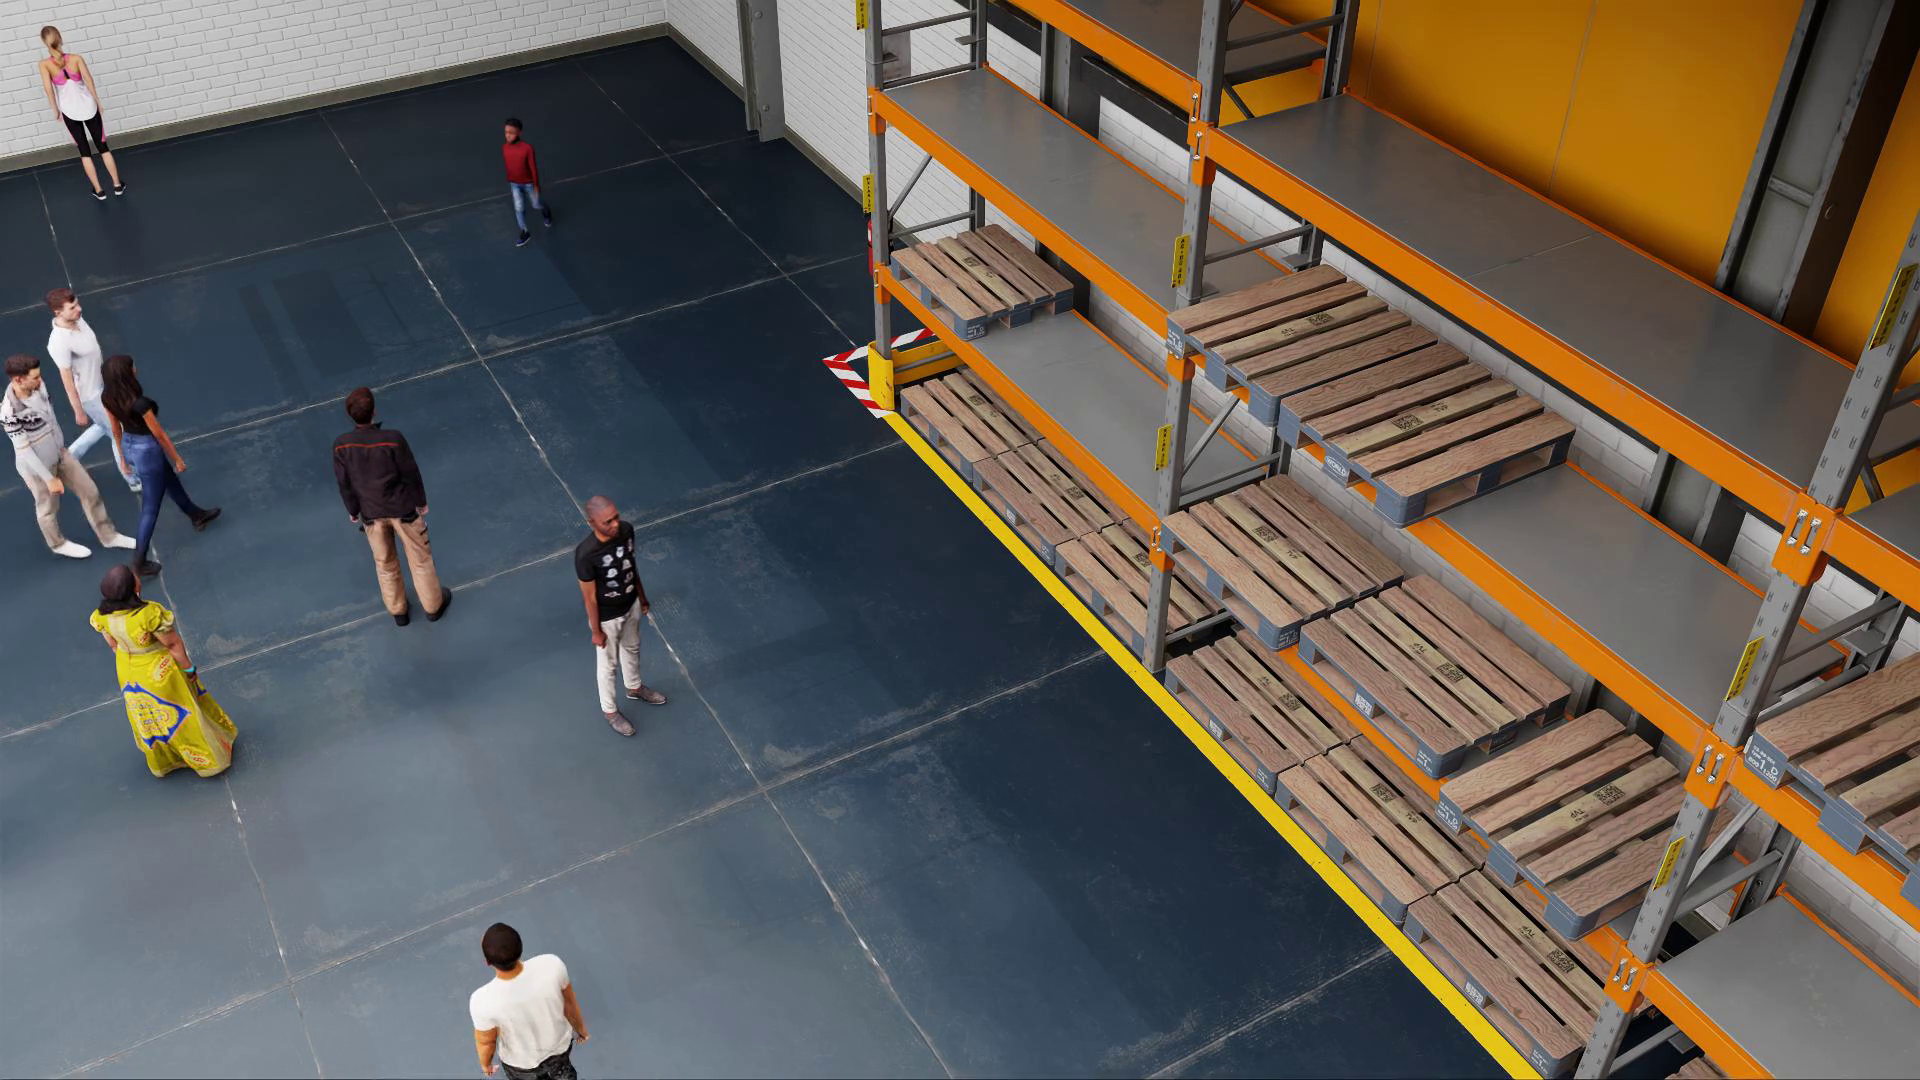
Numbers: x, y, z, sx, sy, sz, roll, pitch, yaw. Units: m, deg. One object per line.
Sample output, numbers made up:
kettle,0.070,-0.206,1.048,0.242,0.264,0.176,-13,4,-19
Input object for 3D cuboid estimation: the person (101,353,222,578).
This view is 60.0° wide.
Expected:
person,-5.974,-0.514,12.116,1.162,1.695,1.131,15,41,18

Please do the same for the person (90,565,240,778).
person,-5.060,0.825,10.466,0.999,1.660,1.030,5,39,6

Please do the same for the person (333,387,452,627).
person,-3.977,-0.217,11.559,0.779,1.924,0.729,-5,39,-7

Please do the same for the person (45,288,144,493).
person,-6.746,-1.110,12.756,0.893,1.826,1.041,-5,39,-7

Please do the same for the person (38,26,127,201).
person,-8.886,-4.307,16.791,0.605,1.786,0.506,-19,42,-22

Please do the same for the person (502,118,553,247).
person,-4.243,-3.547,16.275,0.771,1.243,0.857,7,39,9

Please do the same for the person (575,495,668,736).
person,-2.248,0.443,10.829,0.749,1.804,0.744,22,44,25

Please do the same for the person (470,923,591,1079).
person,-2.045,2.559,8.190,0.711,1.792,0.681,-26,45,-29

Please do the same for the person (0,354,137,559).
person,-6.750,-0.591,12.114,1.044,1.816,1.005,3,39,4
